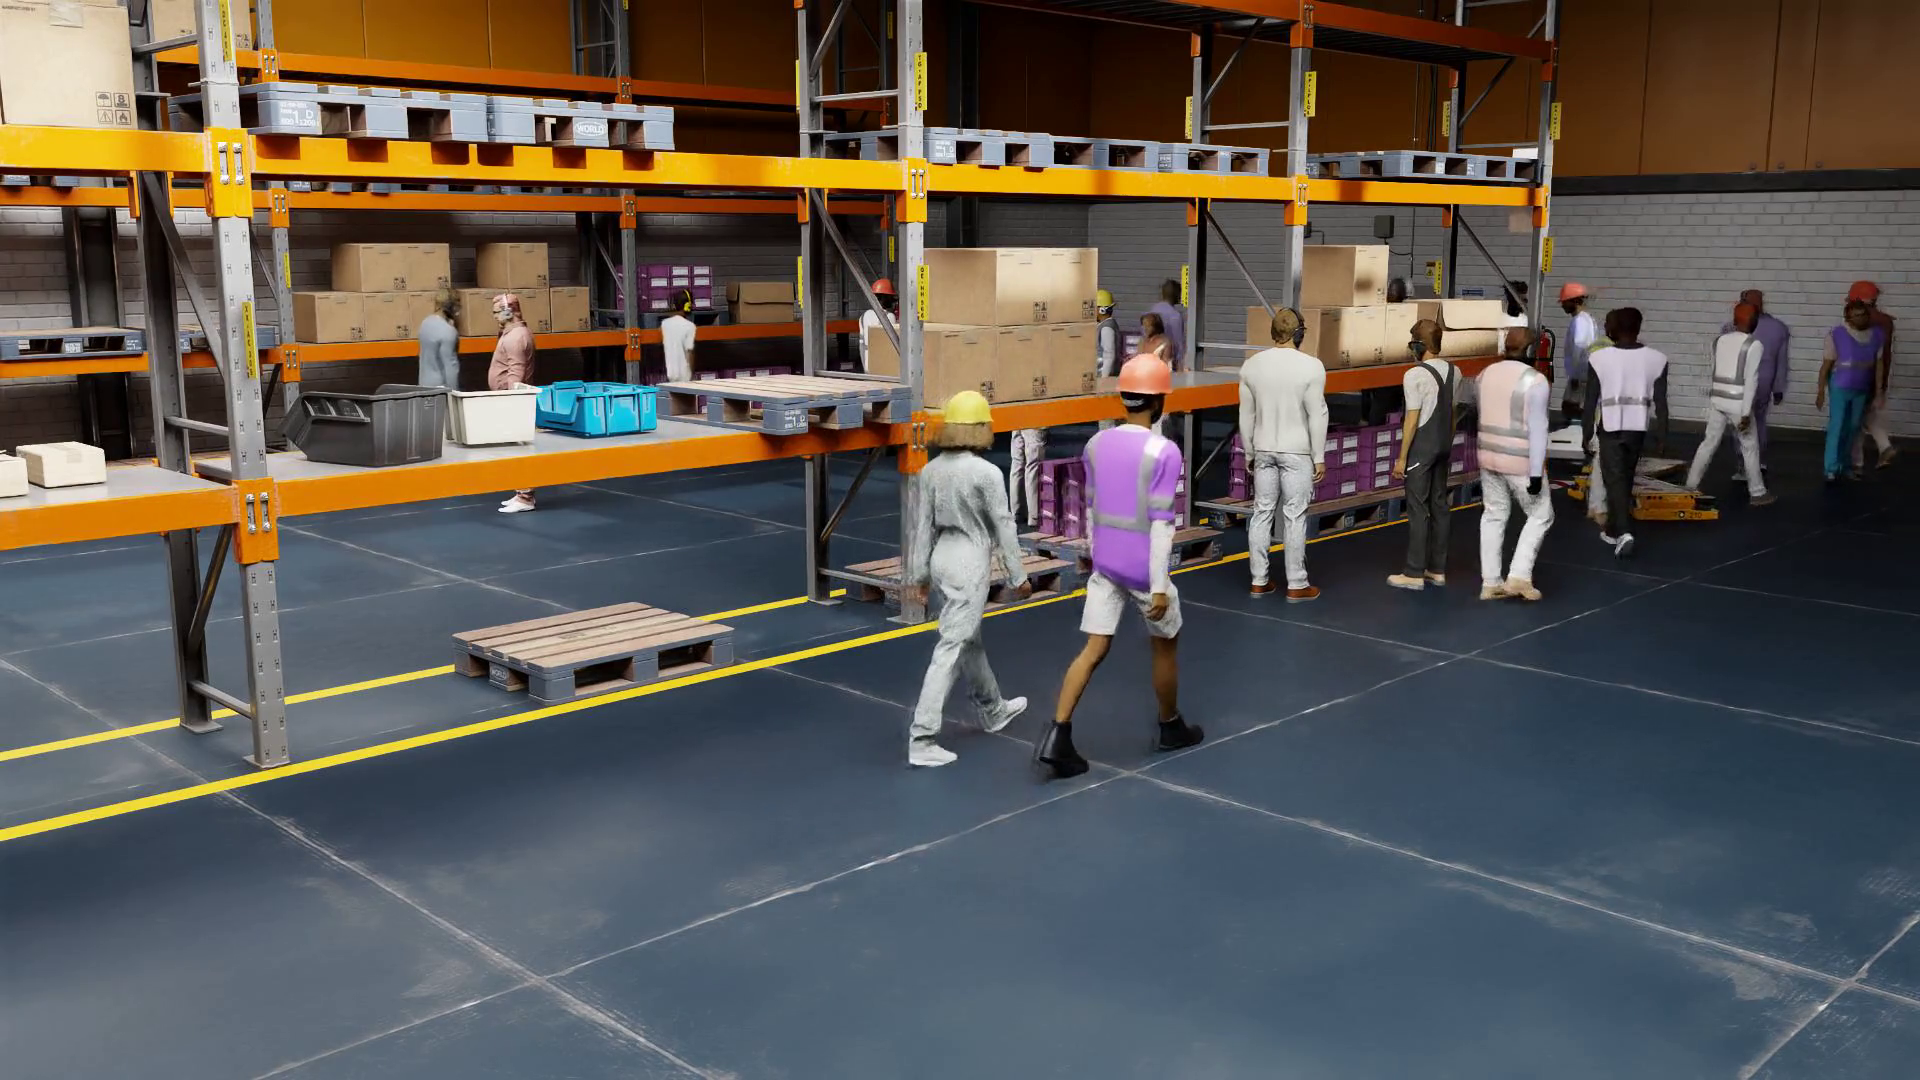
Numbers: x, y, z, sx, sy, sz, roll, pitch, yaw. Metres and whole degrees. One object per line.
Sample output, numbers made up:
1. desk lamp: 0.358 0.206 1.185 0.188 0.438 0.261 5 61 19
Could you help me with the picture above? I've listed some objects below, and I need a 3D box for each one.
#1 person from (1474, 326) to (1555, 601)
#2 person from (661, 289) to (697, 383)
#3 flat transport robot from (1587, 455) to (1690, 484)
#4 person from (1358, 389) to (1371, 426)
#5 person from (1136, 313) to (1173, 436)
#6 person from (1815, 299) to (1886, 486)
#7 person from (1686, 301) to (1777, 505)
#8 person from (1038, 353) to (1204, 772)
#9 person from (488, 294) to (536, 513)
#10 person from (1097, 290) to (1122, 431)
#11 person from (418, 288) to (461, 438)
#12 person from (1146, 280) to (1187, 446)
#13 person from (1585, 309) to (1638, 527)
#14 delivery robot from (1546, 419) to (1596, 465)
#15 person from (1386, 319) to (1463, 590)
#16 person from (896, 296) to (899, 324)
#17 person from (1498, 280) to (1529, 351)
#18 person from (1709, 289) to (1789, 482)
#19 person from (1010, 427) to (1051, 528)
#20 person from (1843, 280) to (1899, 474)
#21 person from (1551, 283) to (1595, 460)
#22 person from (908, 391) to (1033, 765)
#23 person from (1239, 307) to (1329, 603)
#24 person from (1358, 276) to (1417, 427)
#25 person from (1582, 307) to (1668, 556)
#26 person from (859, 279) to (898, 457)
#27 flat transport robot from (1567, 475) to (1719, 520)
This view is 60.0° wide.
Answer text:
1. person: 3.652 -0.491 10.941 0.482 1.818 0.623 -6 12 -28
2. person: -2.967 -1.693 17.389 0.535 1.850 0.538 7 13 34
3. flat transport robot: 6.499 -0.640 15.965 0.652 0.197 1.431 9 13 39
4. person: 5.086 -2.187 20.507 0.532 1.697 0.322 -3 11 -17
5. person: 2.000 -1.508 16.987 0.425 1.623 0.525 -8 13 -36
6. person: 8.601 -1.423 16.098 0.645 1.801 0.697 -2 10 -8
7. person: 6.840 -1.188 14.718 0.993 1.838 0.572 -5 11 -24
8. person: 0.731 0.108 7.498 0.559 1.892 1.013 10 14 43
9. person: -3.899 -1.191 14.522 0.409 1.903 0.638 -2 11 -9
10. person: 1.505 -1.724 17.611 0.404 1.830 0.603 1 10 3
11. person: -4.848 -1.371 15.456 0.485 1.918 0.691 -8 13 -38
12. person: 2.426 -1.969 18.760 0.933 1.898 0.661 -4 11 -20
13. person: 5.427 -1.016 13.865 0.687 1.805 0.486 -9 14 -40
14. delivery robot: 6.181 -0.970 16.725 0.707 0.478 0.477 4 11 21
15. person: 3.170 -0.578 11.346 0.505 1.840 0.346 -7 12 -33
16. person: -0.705 -2.227 20.763 0.553 1.672 0.546 -9 14 -42
17. person: 5.663 -1.678 17.015 0.672 1.952 0.435 -7 13 -35
18. person: 7.712 -1.505 16.296 0.649 1.881 0.494 0 10 -2
19. person: 0.580 -0.925 13.779 0.315 1.641 0.515 -6 12 -31
20. person: 9.087 -1.612 16.671 0.664 1.961 0.472 -5 11 -25
21. person: 6.688 -1.780 17.737 0.737 1.899 0.599 5 11 24
22. person: 0.047 0.162 7.720 0.915 1.694 0.502 -9 14 -41
23. person: 2.130 -0.557 10.957 0.627 1.941 0.370 8 13 38
24. person: 4.467 -1.698 16.903 0.995 2.000 0.691 -6 12 -28
25. person: 5.074 -0.835 12.675 0.601 1.880 0.956 1 10 4
26. person: -0.858 -1.877 18.172 0.375 1.934 0.547 -10 14 -43
27. flat transport robot: 5.957 -0.385 14.570 0.652 0.197 1.431 -1 10 -5
